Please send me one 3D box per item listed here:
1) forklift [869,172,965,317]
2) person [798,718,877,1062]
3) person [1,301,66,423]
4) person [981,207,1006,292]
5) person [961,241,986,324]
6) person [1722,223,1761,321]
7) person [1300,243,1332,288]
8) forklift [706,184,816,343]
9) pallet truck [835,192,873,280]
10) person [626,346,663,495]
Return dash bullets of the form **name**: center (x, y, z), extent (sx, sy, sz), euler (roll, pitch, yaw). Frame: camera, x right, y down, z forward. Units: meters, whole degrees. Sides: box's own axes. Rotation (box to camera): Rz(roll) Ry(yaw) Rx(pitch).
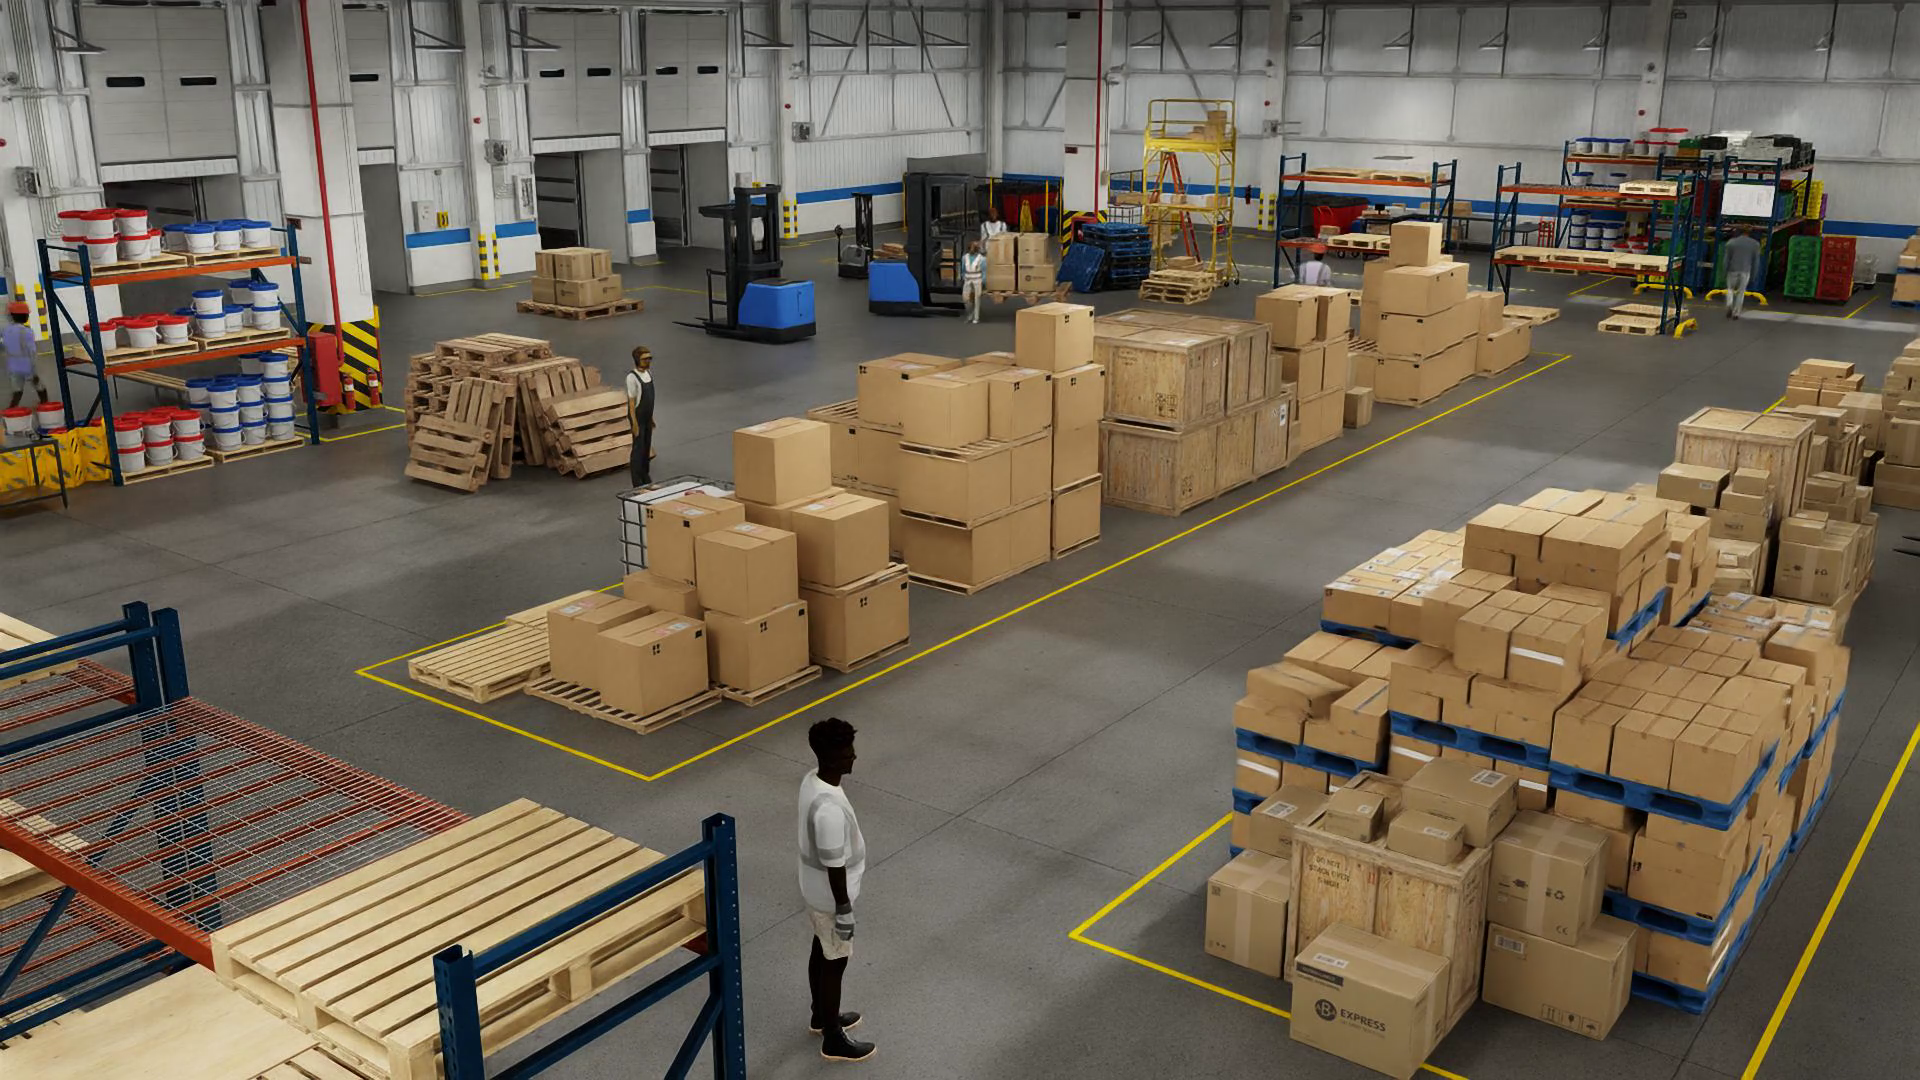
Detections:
- **forklift**: center (-0.852, -5.990, 33.610), extent (1.873, 2.768, 1.129), euler (3, 17, 9)
- **person**: center (-0.690, 1.890, 9.071), extent (0.367, 1.966, 0.607), euler (-5, 17, -15)
- **person**: center (-13.211, -2.442, 23.553), extent (0.565, 1.882, 0.989), euler (4, 17, 13)
- **person**: center (0.741, -6.426, 36.798), extent (0.582, 1.863, 0.813), euler (-1, 17, -3)
- **person**: center (0.255, -5.035, 32.575), extent (0.538, 1.617, 0.512), euler (7, 18, 22)
- **person**: center (15.552, -5.350, 33.126), extent (0.666, 1.912, 0.722), euler (8, 19, 26)
- **person**: center (6.459, -4.396, 29.997), extent (0.574, 1.897, 0.909), euler (14, 22, 39)
- **forklift**: center (-3.717, -5.181, 30.929), extent (1.873, 2.768, 1.129), euler (12, 21, 35)
- **pallet truck**: center (-1.936, -7.159, 38.982), extent (1.885, 1.965, 0.823), euler (-12, 21, -34)
- **person**: center (-3.885, -1.464, 20.385), extent (0.351, 1.846, 0.506), euler (5, 17, 16)
